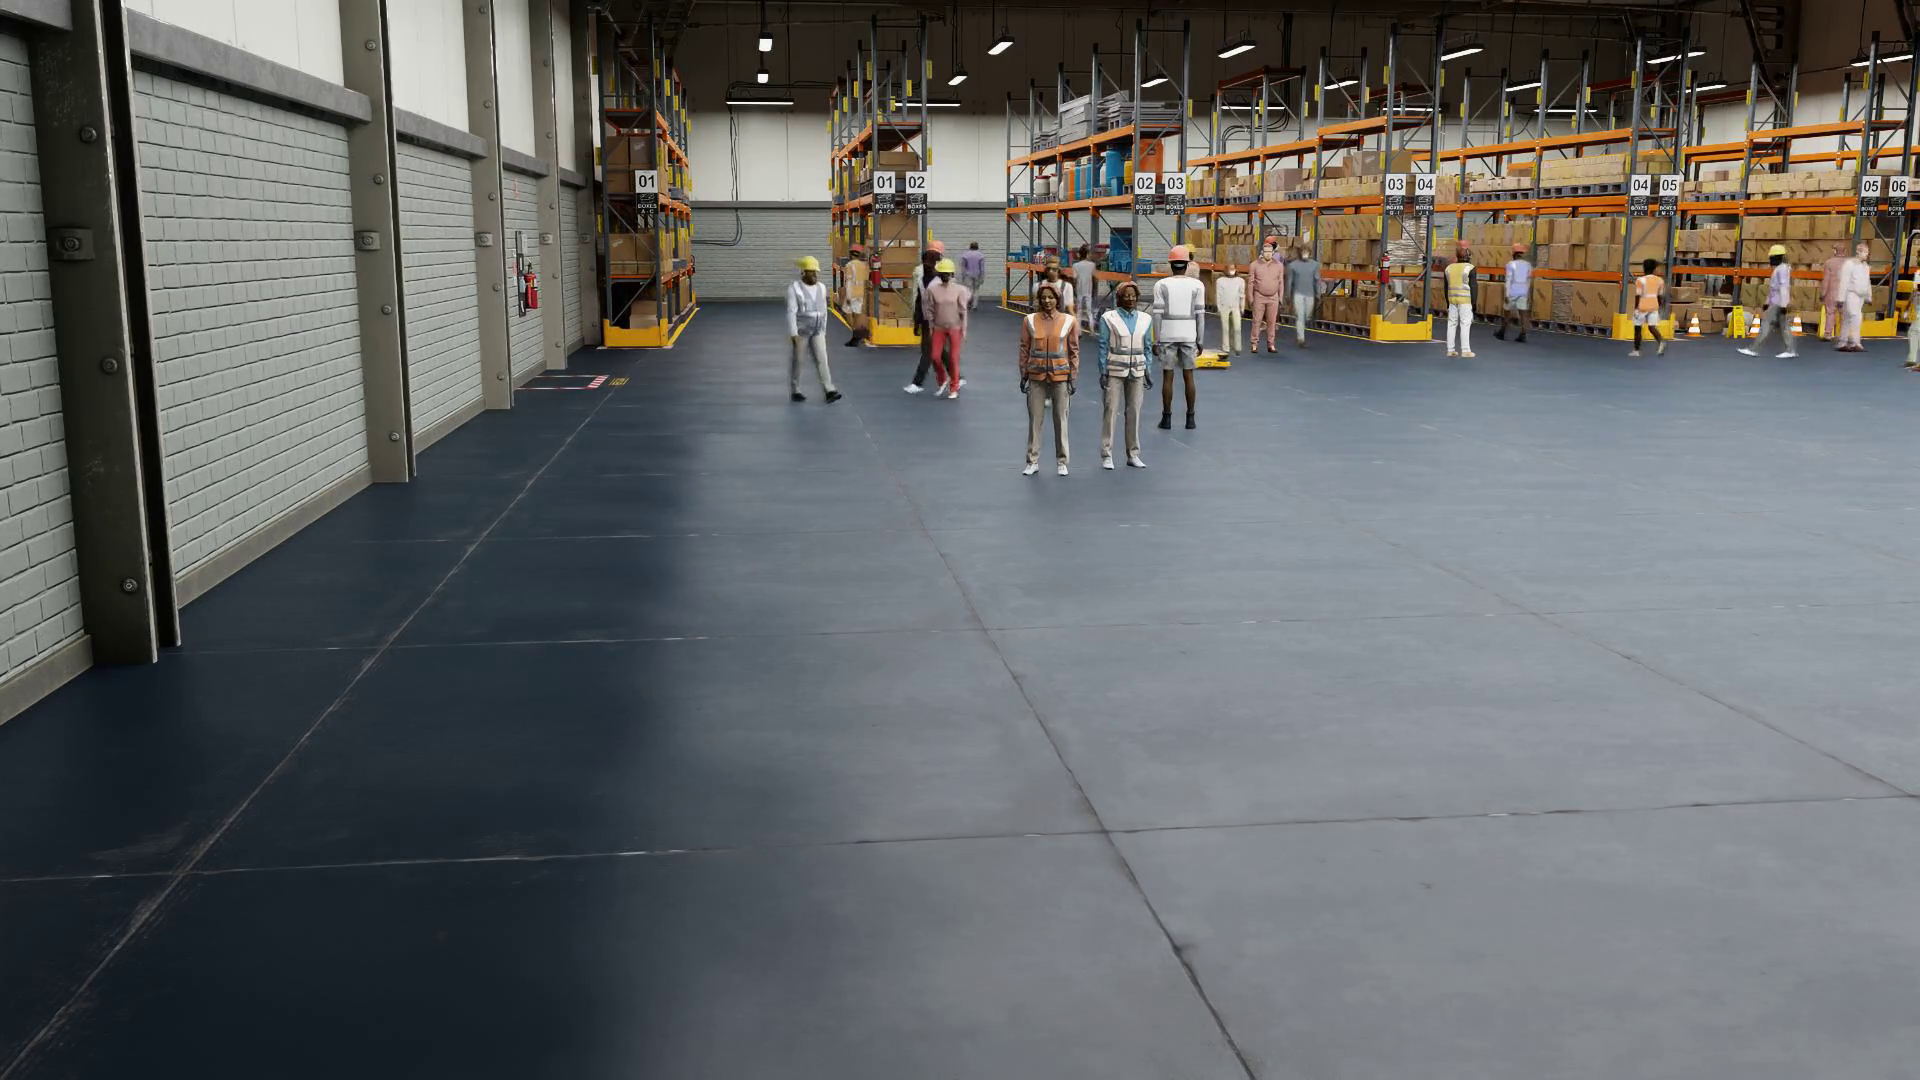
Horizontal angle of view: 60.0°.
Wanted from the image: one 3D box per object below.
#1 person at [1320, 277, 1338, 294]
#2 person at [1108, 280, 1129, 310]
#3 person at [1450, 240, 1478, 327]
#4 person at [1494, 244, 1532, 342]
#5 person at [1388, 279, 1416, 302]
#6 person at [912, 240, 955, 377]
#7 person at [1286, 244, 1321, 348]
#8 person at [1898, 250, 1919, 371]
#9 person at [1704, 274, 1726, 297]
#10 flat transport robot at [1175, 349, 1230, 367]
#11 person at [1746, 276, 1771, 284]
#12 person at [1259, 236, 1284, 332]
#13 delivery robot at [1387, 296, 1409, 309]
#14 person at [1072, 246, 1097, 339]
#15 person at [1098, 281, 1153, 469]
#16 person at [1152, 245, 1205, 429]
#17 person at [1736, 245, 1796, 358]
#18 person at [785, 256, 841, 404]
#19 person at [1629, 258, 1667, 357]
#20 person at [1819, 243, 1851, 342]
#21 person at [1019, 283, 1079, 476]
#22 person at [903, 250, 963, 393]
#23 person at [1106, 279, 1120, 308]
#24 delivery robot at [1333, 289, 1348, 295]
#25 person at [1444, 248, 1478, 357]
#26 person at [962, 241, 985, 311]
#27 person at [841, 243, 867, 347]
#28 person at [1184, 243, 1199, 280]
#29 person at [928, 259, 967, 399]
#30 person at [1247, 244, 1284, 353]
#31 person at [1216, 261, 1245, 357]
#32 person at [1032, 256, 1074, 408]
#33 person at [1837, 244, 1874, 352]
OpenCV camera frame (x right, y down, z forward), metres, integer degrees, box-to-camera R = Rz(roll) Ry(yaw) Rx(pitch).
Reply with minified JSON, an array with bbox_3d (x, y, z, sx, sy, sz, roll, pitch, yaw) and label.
[{"bbox_3d":[9.518,-6.743,43.174,0.634,1.818,0.722,1,10,5],"label":"person"},{"bbox_3d":[4.005,-6.450,41.547,0.635,1.827,0.674,-1,10,-4],"label":"person"},{"bbox_3d":[11.308,-5.759,37.440,0.641,1.932,1.039,-2,11,-13],"label":"person"},{"bbox_3d":[10.783,-4.797,32.306,0.572,1.882,0.978,-2,11,-11],"label":"person"},{"bbox_3d":[10.408,-6.129,39.314,0.615,2.003,1.012,0,10,-3],"label":"person"},{"bbox_3d":[-0.363,-3.325,23.994,0.641,1.974,0.446,2,11,10],"label":"person"},{"bbox_3d":[6.319,-4.509,30.715,0.629,1.907,0.946,-1,10,-4],"label":"person"},{"bbox_3d":[14.454,-3.475,25.163,0.563,1.847,0.673,-6,12,-31],"label":"person"},{"bbox_3d":[19.860,-6.908,43.764,0.627,1.933,0.375,-1,10,-5],"label":"person"},{"bbox_3d":[3.817,-2.883,26.255,0.652,0.197,1.431,0,10,-1],"label":"flat transport robot"},{"bbox_3d":[19.281,-6.284,40.043,0.713,2.000,0.889,-3,11,-14],"label":"person"},{"bbox_3d":[6.636,-5.482,35.638,0.609,2.044,0.393,-4,11,-20],"label":"person"},{"bbox_3d":[11.255,-6.079,42.738,0.477,0.478,0.707,-1,10,-8],"label":"delivery robot"},{"bbox_3d":[2.468,-4.867,32.802,0.532,1.849,0.630,-2,11,-10],"label":"person"},{"bbox_3d":[1.448,-1.441,14.588,0.514,1.642,0.310,-3,11,-18],"label":"person"},{"bbox_3d":[2.301,-2.137,17.598,0.552,1.932,0.377,0,10,-1],"label":"person"},{"bbox_3d":[13.634,-4.001,27.950,0.969,1.879,0.592,5,12,27],"label":"person"},{"bbox_3d":[-1.813,-2.546,20.245,0.621,1.780,0.915,-8,13,-37],"label":"person"},{"bbox_3d":[11.549,-3.874,27.831,0.539,1.677,0.694,-3,11,-14],"label":"person"},{"bbox_3d":[16.987,-4.787,32.225,0.636,1.903,0.406,0,10,3],"label":"person"},{"bbox_3d":[0.757,-1.365,14.174,0.514,1.641,0.308,2,10,10],"label":"person"},{"bbox_3d":[-0.319,-2.870,21.868,0.994,1.855,0.611,-7,13,-35],"label":"person"},{"bbox_3d":[4.264,-7.104,45.207,0.584,1.789,0.977,1,10,3],"label":"person"},{"bbox_3d":[11.419,-7.293,49.392,0.707,0.478,0.477,-3,11,-17],"label":"delivery robot"},{"bbox_3d":[8.500,-4.020,28.178,0.429,1.844,0.627,-8,13,-38],"label":"person"},{"bbox_3d":[0.364,-7.186,45.318,0.640,1.918,0.619,1,10,5],"label":"person"},{"bbox_3d":[-1.934,-4.523,30.764,0.453,1.904,0.549,9,14,40],"label":"person"},{"bbox_3d":[4.224,-4.600,31.208,0.598,1.902,0.590,-10,14,-44],"label":"person"},{"bbox_3d":[-0.158,-2.631,20.825,0.530,1.754,0.388,3,11,14],"label":"person"},{"bbox_3d":[5.365,-4.230,29.154,0.655,1.904,0.407,-1,10,-5],"label":"person"},{"bbox_3d":[4.558,-3.861,27.951,0.501,1.607,0.719,0,10,2],"label":"person"},{"bbox_3d":[1.130,-2.521,20.061,0.528,1.811,0.923,2,11,12],"label":"person"},{"bbox_3d":[15.806,-4.227,29.175,0.663,1.879,0.782,-6,12,-31],"label":"person"}]
